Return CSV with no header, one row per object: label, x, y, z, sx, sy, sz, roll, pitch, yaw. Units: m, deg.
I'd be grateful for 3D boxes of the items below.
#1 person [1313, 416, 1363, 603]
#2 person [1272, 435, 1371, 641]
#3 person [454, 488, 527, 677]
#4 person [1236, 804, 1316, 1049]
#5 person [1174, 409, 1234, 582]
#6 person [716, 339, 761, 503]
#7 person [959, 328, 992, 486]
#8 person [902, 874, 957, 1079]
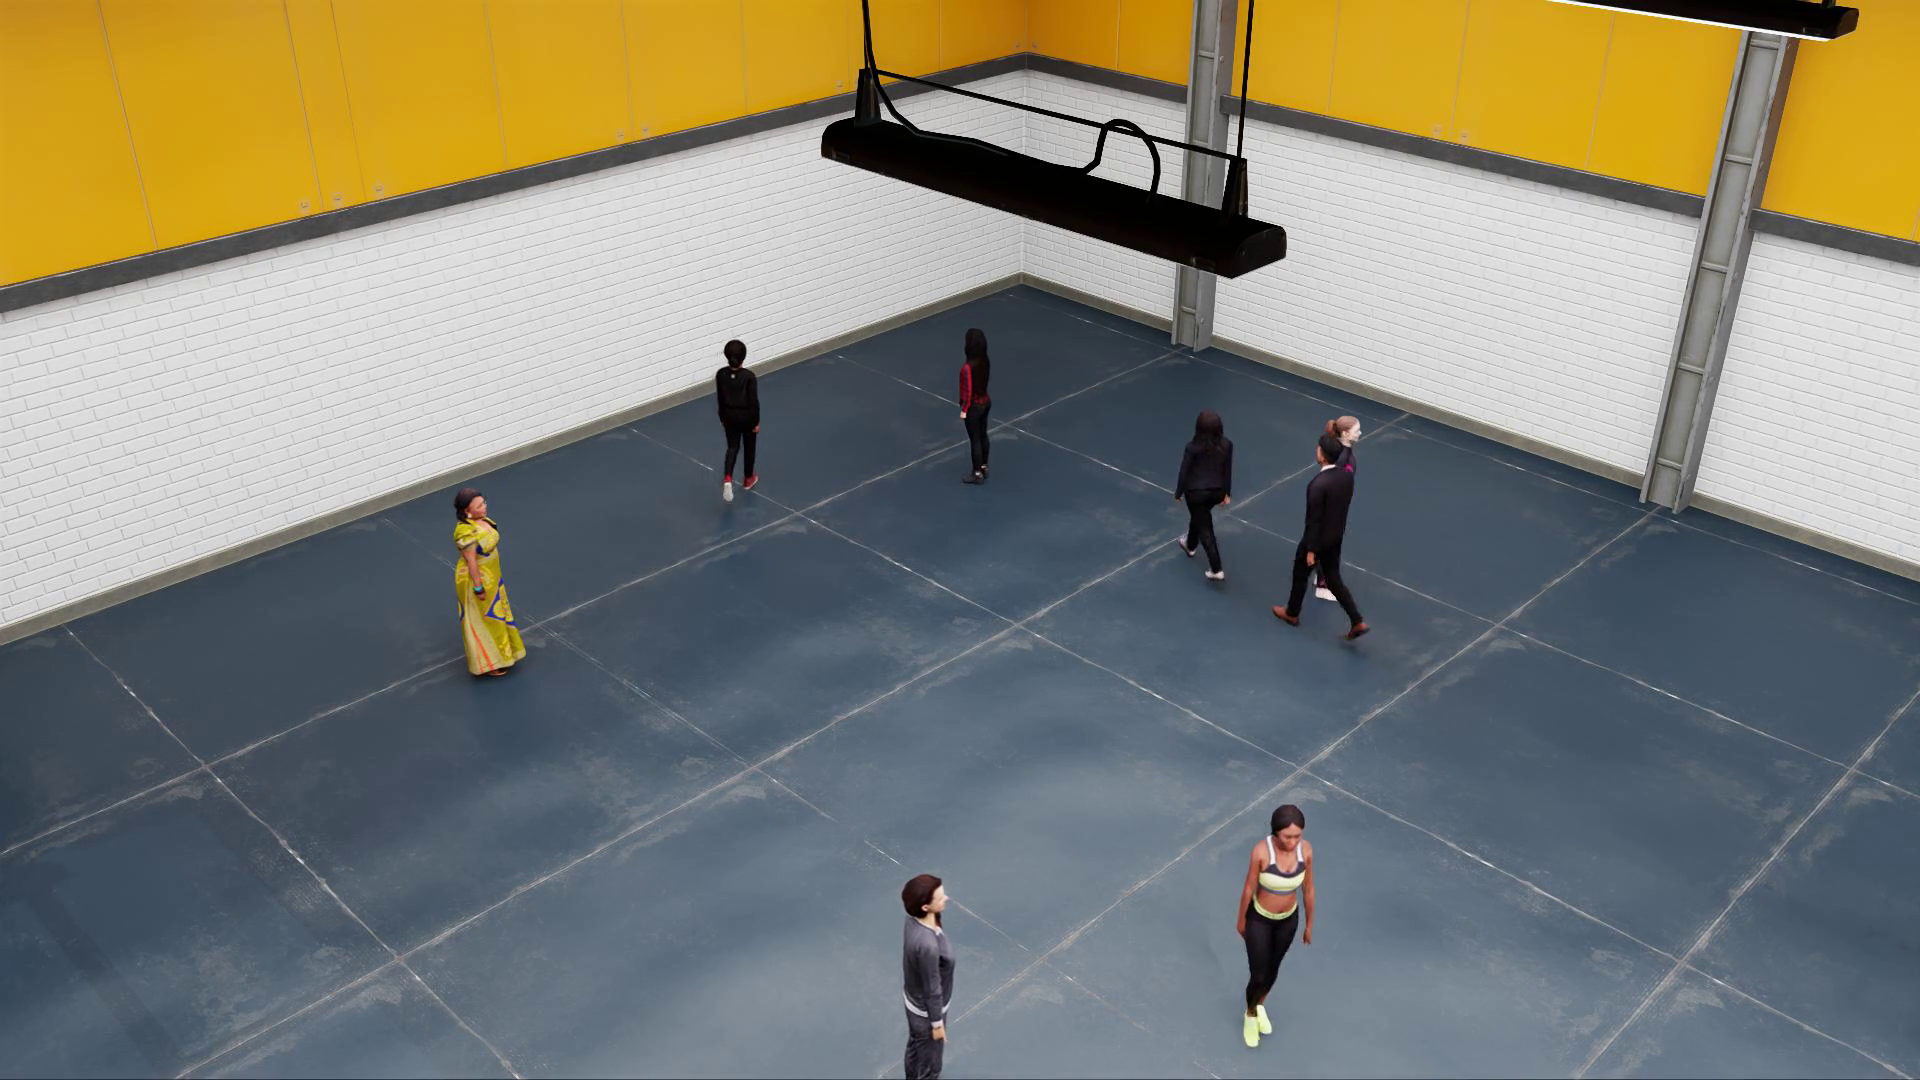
person,3.350,-0.309,14.773,0.687,1.750,0.654,5,29,9
person,3.151,0.035,14.042,0.763,1.845,1.202,-21,35,-34
person,-3.960,0.318,13.716,1.063,1.660,0.984,-2,29,-4
person,1.866,2.251,10.091,0.725,1.739,0.779,-5,29,-8
person,2.254,-0.372,15.066,0.882,1.580,1.191,-13,31,-22
person,-2.208,-1.172,16.449,1.016,1.659,0.989,6,29,11
person,0.180,-1.353,16.783,0.605,1.658,0.641,14,32,24
person,-0.195,2.611,9.401,0.743,1.767,0.627,-7,29,-13
